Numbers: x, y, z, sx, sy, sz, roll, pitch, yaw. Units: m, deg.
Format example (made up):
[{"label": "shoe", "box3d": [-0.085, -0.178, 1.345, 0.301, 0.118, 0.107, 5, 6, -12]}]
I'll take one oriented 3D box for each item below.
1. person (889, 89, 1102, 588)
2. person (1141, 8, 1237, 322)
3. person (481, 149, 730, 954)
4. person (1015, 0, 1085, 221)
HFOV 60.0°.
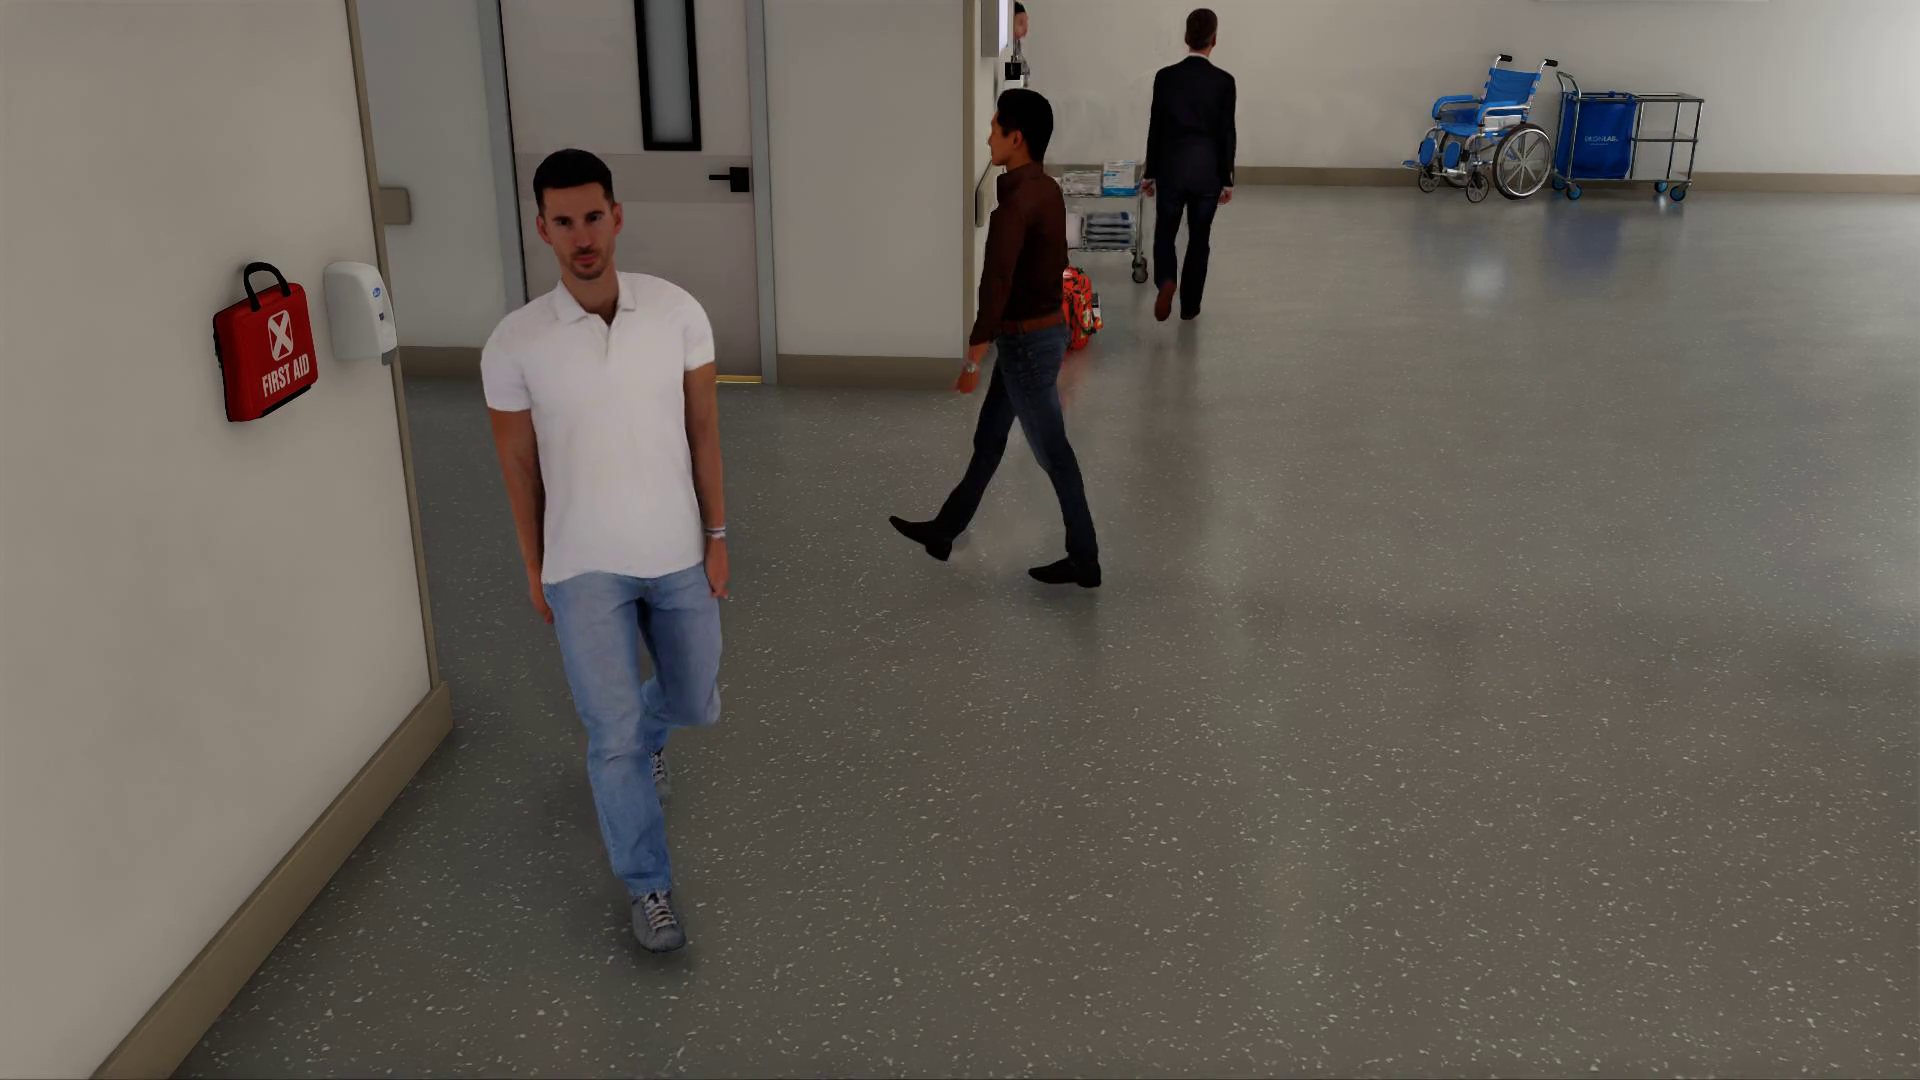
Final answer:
[{"label": "person", "box3d": [0.327, -0.638, 5.792, 0.834, 1.745, 1.024, 5, 21, 13]}, {"label": "person", "box3d": [1.309, -2.128, 9.652, 0.782, 1.797, 1.007, 5, 21, 13]}, {"label": "person", "box3d": [-0.809, 0.014, 3.947, 1.000, 1.831, 1.174, -9, 23, -23]}, {"label": "person", "box3d": [0.232, -3.002, 12.131, 0.829, 1.675, 1.174, 5, 21, 13]}]
